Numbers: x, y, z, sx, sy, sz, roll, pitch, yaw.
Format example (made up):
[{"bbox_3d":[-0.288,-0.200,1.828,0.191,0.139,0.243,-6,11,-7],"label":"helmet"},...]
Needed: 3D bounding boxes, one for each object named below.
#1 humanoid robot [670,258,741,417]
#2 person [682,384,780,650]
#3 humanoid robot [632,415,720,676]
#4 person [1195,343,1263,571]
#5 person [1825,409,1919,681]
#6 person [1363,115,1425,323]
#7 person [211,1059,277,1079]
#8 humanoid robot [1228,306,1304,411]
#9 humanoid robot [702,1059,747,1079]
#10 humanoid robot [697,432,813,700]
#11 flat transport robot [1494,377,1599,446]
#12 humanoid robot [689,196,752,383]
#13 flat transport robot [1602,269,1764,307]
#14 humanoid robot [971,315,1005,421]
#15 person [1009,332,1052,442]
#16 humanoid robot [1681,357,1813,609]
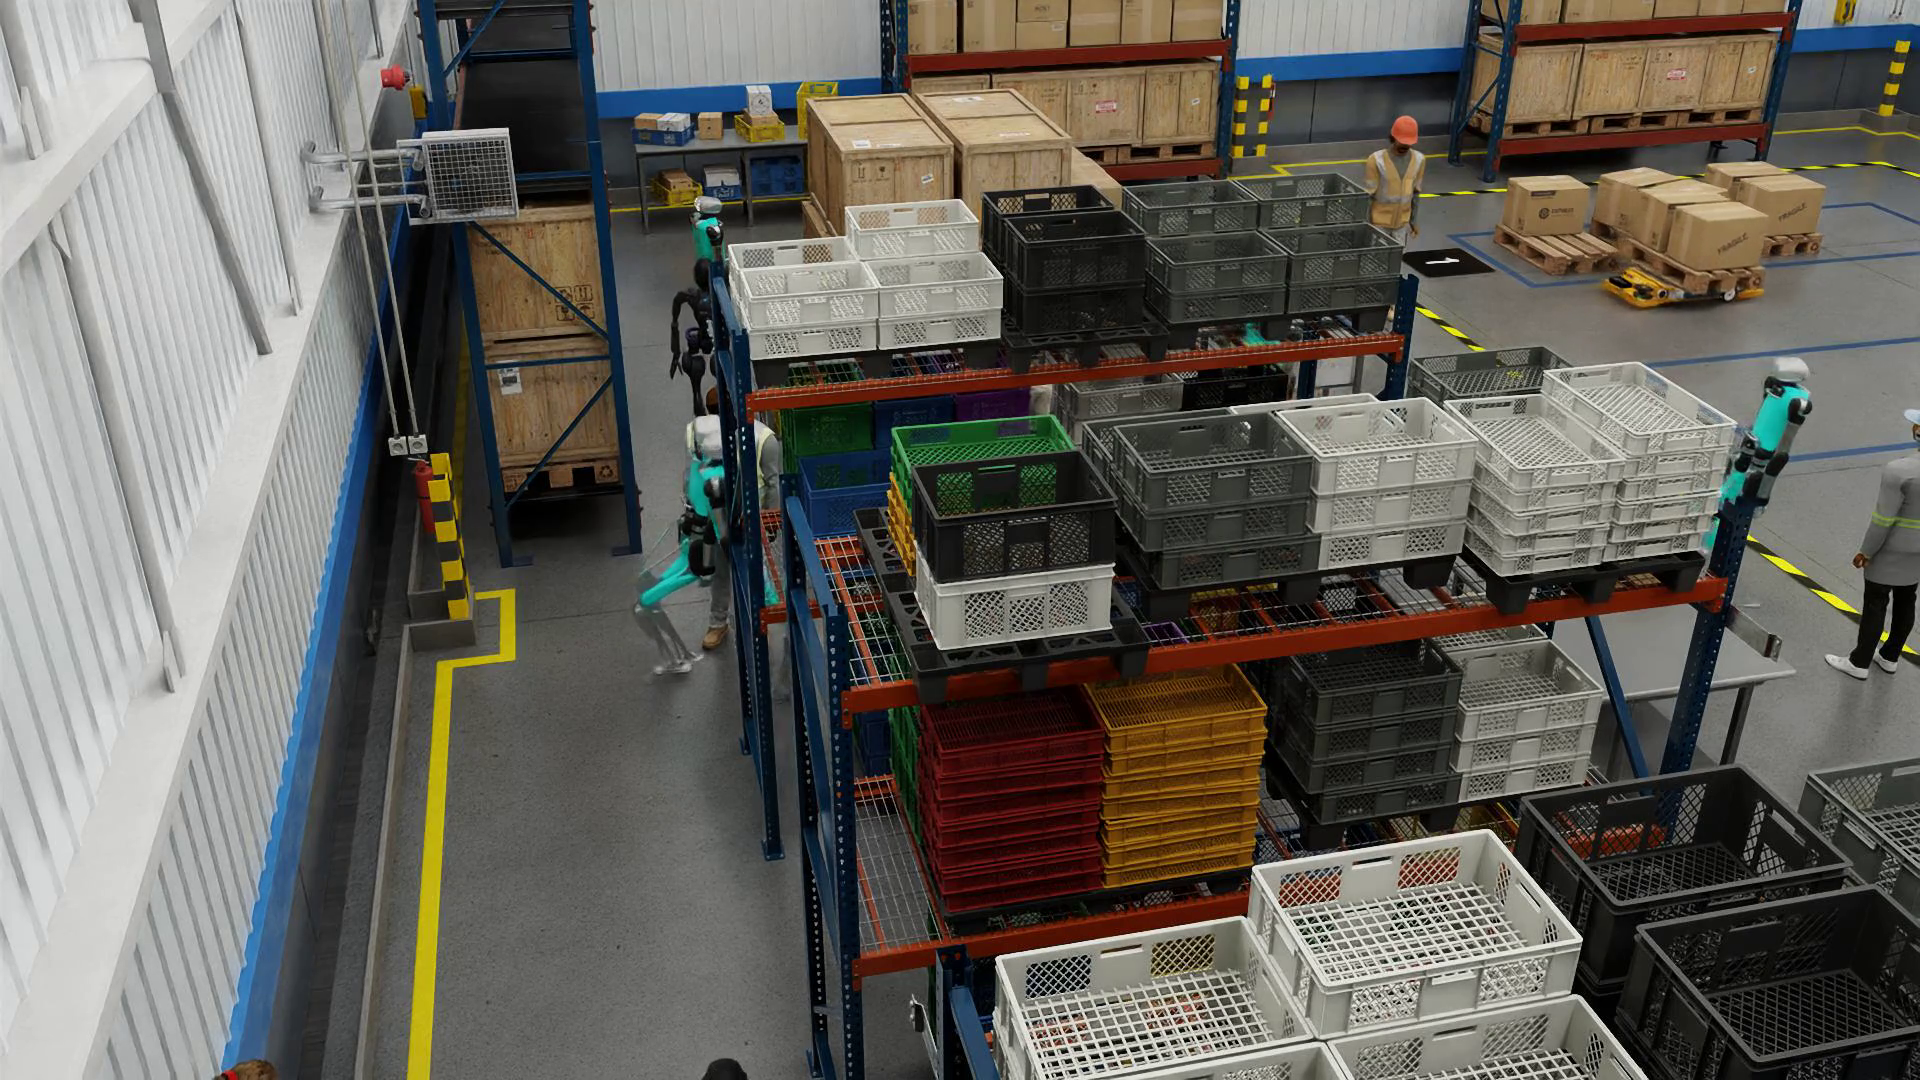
[{"bbox_3d":[-2.037,-1.492,13.365,0.609,1.639,0.382,-3,28,-5],"label":"humanoid robot"},{"bbox_3d":[-1.459,-0.138,10.621,0.632,1.842,0.429,4,28,8],"label":"person"},{"bbox_3d":[-1.792,0.086,10.290,0.848,1.740,0.562,-10,29,-18],"label":"humanoid robot"},{"bbox_3d":[1.949,-0.565,11.563,0.912,1.712,0.539,11,30,19],"label":"person"},{"bbox_3d":[5.830,0.014,10.321,0.590,1.852,0.371,-8,29,-14],"label":"person"},{"bbox_3d":[4.137,-3.061,15.964,0.604,2.033,0.390,-6,28,-12],"label":"person"},{"bbox_3d":[-2.325,2.511,5.606,0.389,1.836,0.563,-18,33,-30],"label":"person"},{"bbox_3d":[2.044,-0.810,12.050,0.548,1.800,0.954,16,32,27],"label":"humanoid robot"},{"bbox_3d":[-0.765,2.478,5.850,0.595,1.632,0.648,-8,29,-15],"label":"humanoid robot"},{"bbox_3d":[-1.155,0.205,10.132,0.781,1.819,0.531,-1,28,-1],"label":"humanoid robot"},{"bbox_3d":[4.780,-1.036,14.013,0.659,0.231,1.431,-6,28,-12],"label":"flat transport robot"},{"bbox_3d":[-1.942,-2.201,14.502,0.735,1.677,0.533,-15,31,-26],"label":"humanoid robot"},{"bbox_3d":[7.408,-2.634,17.014,1.431,0.197,0.652,-6,28,-12],"label":"flat transport robot"},{"bbox_3d":[0.256,-0.914,12.301,0.602,1.655,0.601,-19,33,-32],"label":"humanoid robot"},{"bbox_3d":[0.434,-0.637,11.581,0.507,1.838,0.337,24,36,37],"label":"person"},{"bbox_3d":[5.131,-0.375,11.187,0.821,1.770,0.556,2,28,3],"label":"humanoid robot"}]
